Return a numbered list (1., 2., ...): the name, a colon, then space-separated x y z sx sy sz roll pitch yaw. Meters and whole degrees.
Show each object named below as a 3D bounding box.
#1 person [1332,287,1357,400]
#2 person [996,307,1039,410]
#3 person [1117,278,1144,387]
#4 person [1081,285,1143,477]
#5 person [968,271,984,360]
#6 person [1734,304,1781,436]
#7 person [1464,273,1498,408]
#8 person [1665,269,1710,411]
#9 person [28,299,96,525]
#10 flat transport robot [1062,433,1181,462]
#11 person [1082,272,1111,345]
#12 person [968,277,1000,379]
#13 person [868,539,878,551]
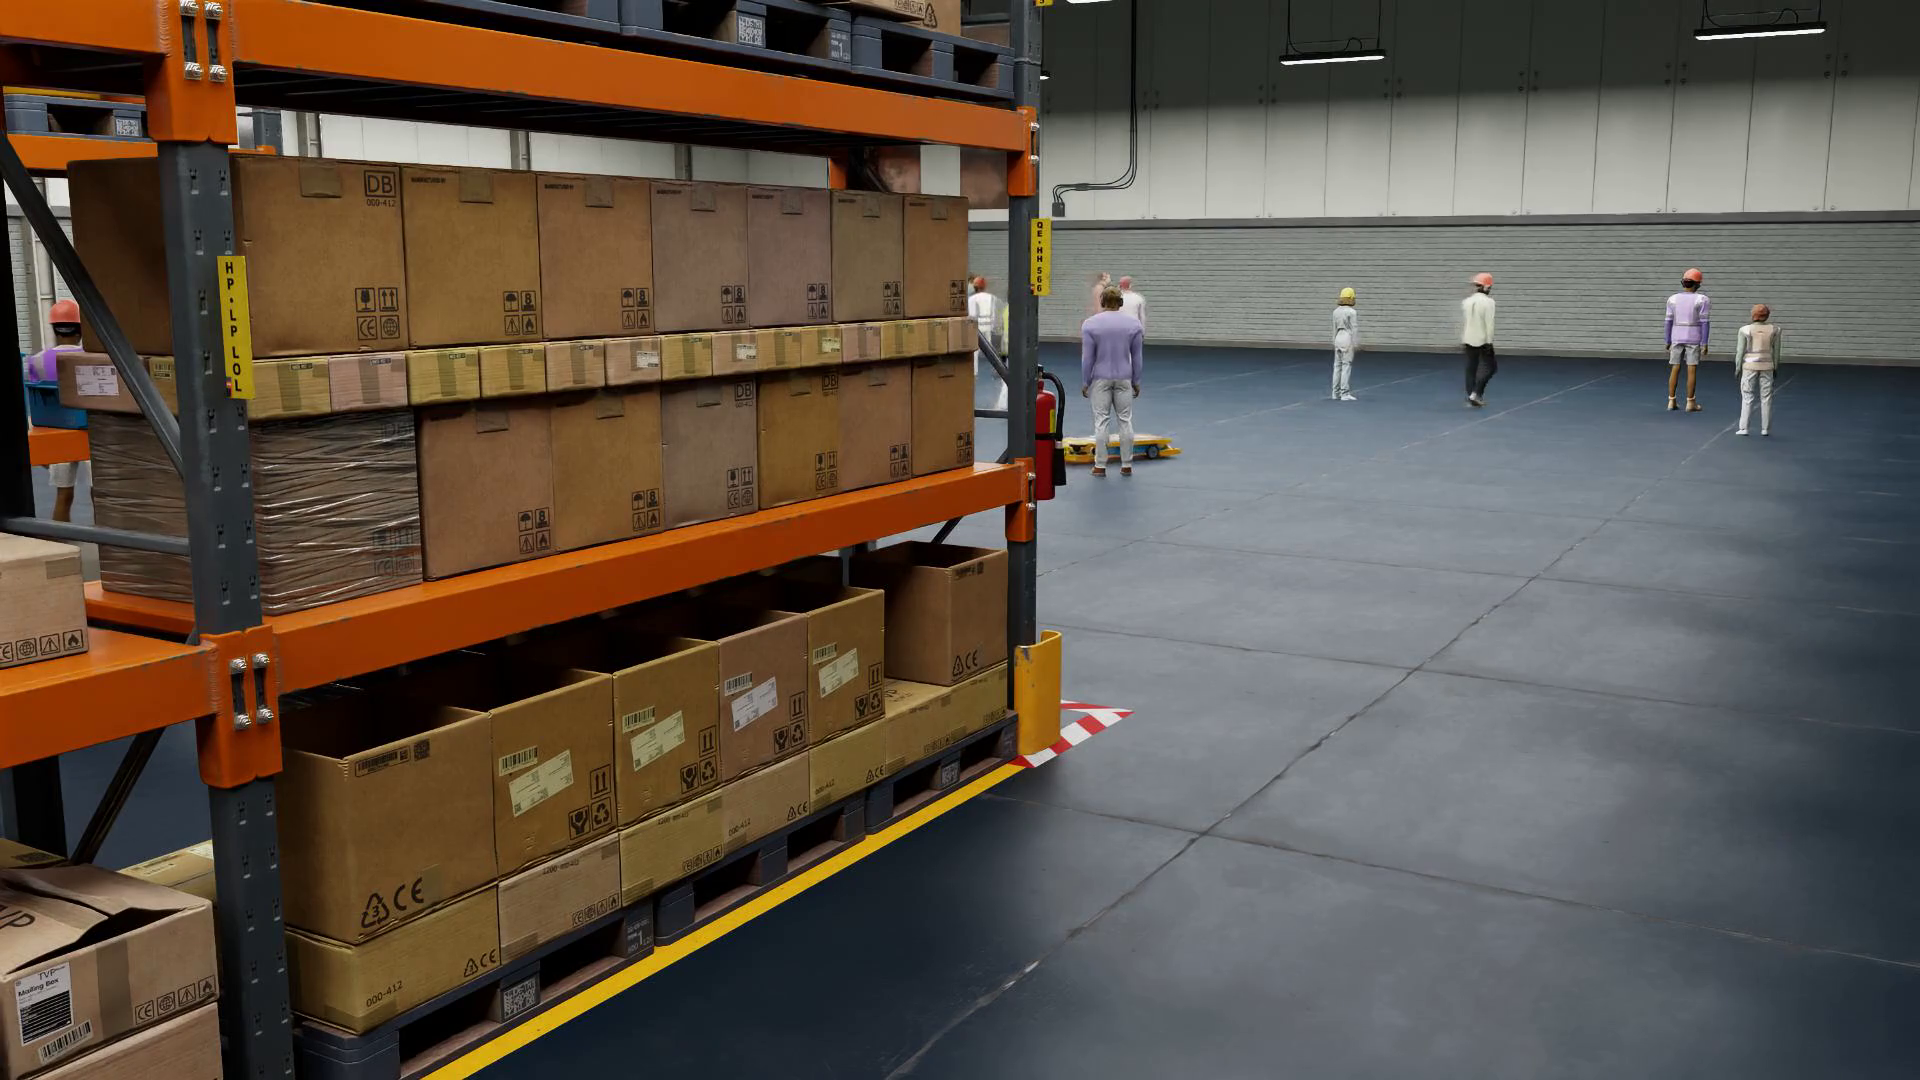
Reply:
1. person: 5.986 -3.036 25.805 0.312 1.744 0.485 -5 11 -26
2. person: 0.872 -2.628 23.259 0.986 1.791 0.644 -5 11 -28
3. person: 2.842 -3.566 28.587 0.643 1.859 1.010 0 10 2
4. person: 1.527 -1.597 16.806 0.629 1.934 0.376 -1 10 -6
5. person: 0.260 -4.658 34.753 0.601 1.927 0.627 2 10 13
6. person: 9.875 -2.098 20.603 0.513 1.638 0.313 2 10 11
7. person: 7.630 -2.915 24.377 0.442 1.978 0.647 -5 11 -26
8. person: 10.481 -2.874 23.961 0.616 2.041 0.378 9 13 43
9. person: -6.150 -0.705 11.603 0.545 1.930 0.376 -1 10 -7
10. flat transport robot: 1.677 -1.027 18.327 1.431 0.197 0.652 -6 11 -31
11. person: 3.074 -4.913 36.339 0.663 1.888 0.659 3 10 17
12. person: 0.422 -3.802 29.950 0.582 1.859 0.791 -6 11 -30
13. person: -0.554 -0.408 10.866 0.484 1.574 0.870 -5 11 -25
